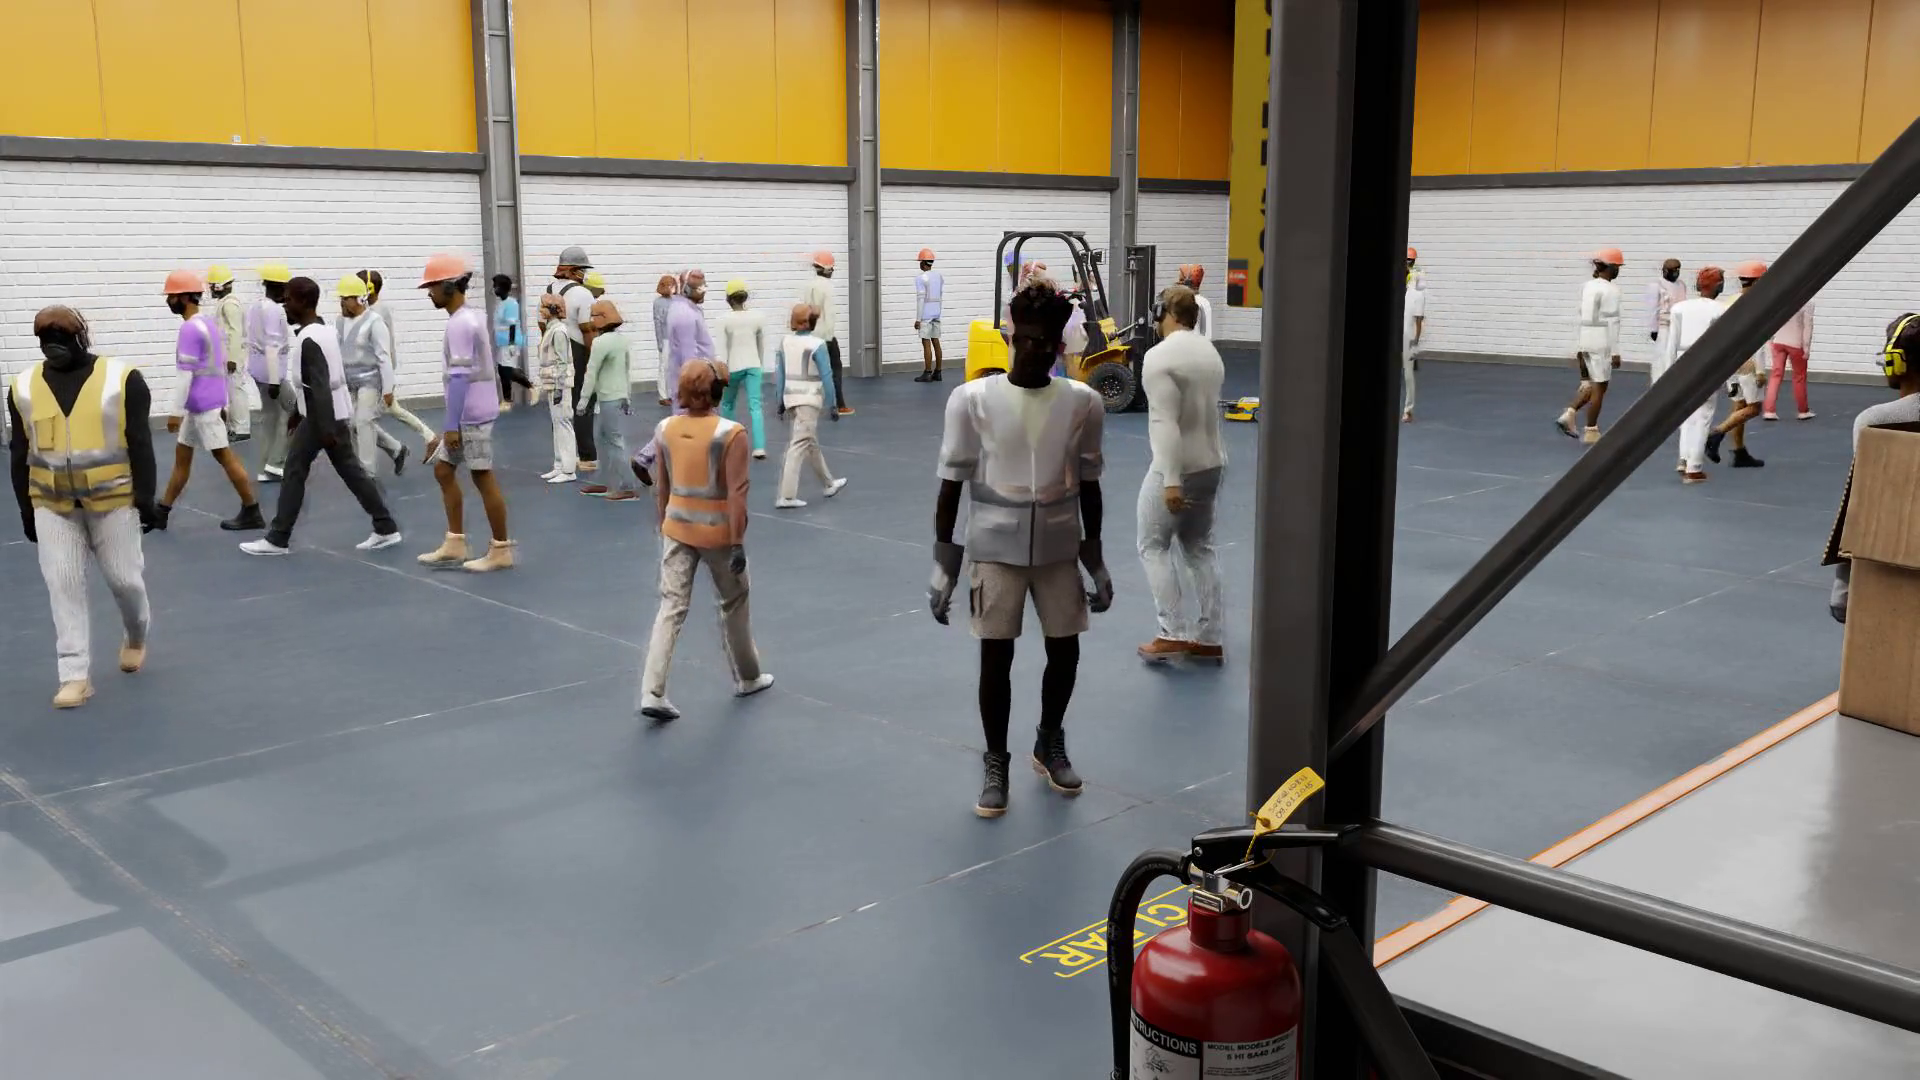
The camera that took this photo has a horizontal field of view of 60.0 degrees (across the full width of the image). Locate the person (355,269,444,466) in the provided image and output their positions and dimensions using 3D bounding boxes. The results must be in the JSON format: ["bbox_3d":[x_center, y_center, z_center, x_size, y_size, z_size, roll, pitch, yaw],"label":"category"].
[{"bbox_3d":[-5.262,-1.575,15.327,0.888,1.837,0.498,-3,11,-14],"label":"person"}]

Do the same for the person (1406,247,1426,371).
[{"bbox_3d":[7.076,-3.647,26.307,0.542,1.939,0.361,3,11,18],"label":"person"}]

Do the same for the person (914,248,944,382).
[{"bbox_3d":[-0.475,-3.265,24.227,0.375,1.939,0.546,9,13,39],"label":"person"}]

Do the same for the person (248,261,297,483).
[{"bbox_3d":[-5.895,-1.436,14.337,0.493,1.903,0.625,-7,13,-34],"label":"person"}]

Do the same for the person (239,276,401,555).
[{"bbox_3d":[-4.298,-0.826,11.145,1.028,1.869,0.585,-2,11,-9],"label":"person"}]

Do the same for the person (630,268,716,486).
[{"bbox_3d":[-2.362,-1.361,14.059,0.874,1.868,0.647,-1,10,-8],"label":"person"}]

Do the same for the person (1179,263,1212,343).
[{"bbox_3d":[2.072,-1.511,14.809,0.339,1.882,0.581,4,11,18],"label":"person"}]

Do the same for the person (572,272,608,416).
[{"bbox_3d":[-4.387,-2.301,19.614,0.635,1.687,0.511,-2,11,-11],"label":"person"}]

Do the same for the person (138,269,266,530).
[{"bbox_3d":[-5.528,-0.983,11.923,0.976,1.882,0.569,-3,11,-14],"label":"person"}]

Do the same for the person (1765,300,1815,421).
[{"bbox_3d":[9.591,-2.236,19.163,0.748,1.729,0.546,-7,12,-33],"label":"person"}]

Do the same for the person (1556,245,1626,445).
[{"bbox_3d":[6.476,-1.964,16.884,0.488,2.027,0.619,-1,10,-4],"label":"person"}]

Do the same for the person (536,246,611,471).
[{"bbox_3d":[-3.488,-1.660,15.198,0.688,2.000,0.536,8,13,37],"label":"person"}]

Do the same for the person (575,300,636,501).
[{"bbox_3d":[-2.912,-1.112,13.374,0.665,1.609,0.519,2,11,10],"label":"person"}]

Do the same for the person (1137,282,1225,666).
[{"bbox_3d":[1.140,-0.324,8.294,0.550,1.896,0.647,10,14,42],"label":"person"}]

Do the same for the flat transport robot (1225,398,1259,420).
[{"bbox_3d":[3.811,-1.509,19.200,1.431,0.197,0.652,3,11,14],"label":"flat transport robot"}]

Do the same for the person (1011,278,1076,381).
[{"bbox_3d":[0.711,-1.258,13.691,0.981,1.797,0.586,-8,13,-37],"label":"person"}]

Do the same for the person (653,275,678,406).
[{"bbox_3d":[-3.657,-2.499,20.879,0.278,1.632,0.507,5,11,24],"label":"person"}]

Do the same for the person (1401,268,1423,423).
[{"bbox_3d":[4.928,-2.183,18.694,0.502,1.808,1.011,7,12,32],"label":"person"}]

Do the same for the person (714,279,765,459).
[{"bbox_3d":[-2.115,-1.650,16.038,0.527,1.718,0.923,-5,11,-24],"label":"person"}]

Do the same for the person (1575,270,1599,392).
[{"bbox_3d":[8.534,-2.786,22.309,0.545,1.674,0.501,0,10,2],"label":"person"}]

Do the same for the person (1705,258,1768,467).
[{"bbox_3d":[7.111,-1.600,15.187,0.630,1.925,0.558,-1,10,-7],"label":"person"}]

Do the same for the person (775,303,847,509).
[{"bbox_3d":[-1.160,-1.067,13.152,0.542,1.591,0.831,10,14,43],"label":"person"}]

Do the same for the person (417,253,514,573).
[{"bbox_3d":[-3.201,-0.781,10.451,0.721,2.015,0.659,-3,11,-14],"label":"person"}]

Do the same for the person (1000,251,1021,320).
[{"bbox_3d":[0.826,-3.139,23.611,0.616,1.920,0.849,7,13,35],"label":"person"}]

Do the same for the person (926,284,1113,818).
[{"bbox_3d":[0.203,0.037,6.201,0.733,1.952,0.535,-1,10,-8],"label":"person"}]

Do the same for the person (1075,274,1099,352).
[{"bbox_3d":[1.810,-2.849,22.902,0.507,1.596,0.839,-10,14,-43],"label":"person"}]

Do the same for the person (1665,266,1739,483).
[{"bbox_3d":[6.445,-1.427,14.398,0.511,1.863,0.600,-8,13,-38],"label":"person"}]

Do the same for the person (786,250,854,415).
[{"bbox_3d":[-1.697,-2.419,19.577,0.943,1.964,0.606,-10,14,-42],"label":"person"}]

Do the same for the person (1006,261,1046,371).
[{"bbox_3d":[0.636,-1.593,15.223,0.399,1.899,0.642,-2,11,-9],"label":"person"}]

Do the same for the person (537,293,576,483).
[{"bbox_3d":[-3.486,-1.313,14.394,0.309,1.641,0.513,-4,11,-21],"label":"person"}]

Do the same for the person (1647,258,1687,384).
[{"bbox_3d":[9.449,-2.840,22.217,0.648,1.824,0.451,-5,11,-24],"label":"person"}]

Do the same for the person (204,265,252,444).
[{"bbox_3d":[-7.523,-1.904,17.107,0.404,1.829,0.591,-6,12,-28],"label":"person"}]

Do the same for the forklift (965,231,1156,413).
[{"bbox_3d":[1.222,-2.721,20.561,2.313,2.155,1.214,2,11,13],"label":"forklift"}]

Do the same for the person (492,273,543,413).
[{"bbox_3d":[-5.360,-2.352,19.939,0.506,1.680,0.545,-6,12,-31],"label":"person"}]

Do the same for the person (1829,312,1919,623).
[{"bbox_3d":[3.396,0.119,6.006,0.505,1.860,0.320,-2,11,-10],"label":"person"}]

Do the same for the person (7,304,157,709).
[{"bbox_3d":[-4.057,-0.179,7.719,0.642,1.821,0.731,-2,11,-12],"label":"person"}]

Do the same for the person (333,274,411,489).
[{"bbox_3d":[-5.001,-1.359,14.187,0.612,1.810,0.691,8,13,37],"label":"person"}]

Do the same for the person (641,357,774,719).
[{"bbox_3d":[-1.162,-0.014,7.432,0.527,1.600,0.870,5,11,25],"label":"person"}]
